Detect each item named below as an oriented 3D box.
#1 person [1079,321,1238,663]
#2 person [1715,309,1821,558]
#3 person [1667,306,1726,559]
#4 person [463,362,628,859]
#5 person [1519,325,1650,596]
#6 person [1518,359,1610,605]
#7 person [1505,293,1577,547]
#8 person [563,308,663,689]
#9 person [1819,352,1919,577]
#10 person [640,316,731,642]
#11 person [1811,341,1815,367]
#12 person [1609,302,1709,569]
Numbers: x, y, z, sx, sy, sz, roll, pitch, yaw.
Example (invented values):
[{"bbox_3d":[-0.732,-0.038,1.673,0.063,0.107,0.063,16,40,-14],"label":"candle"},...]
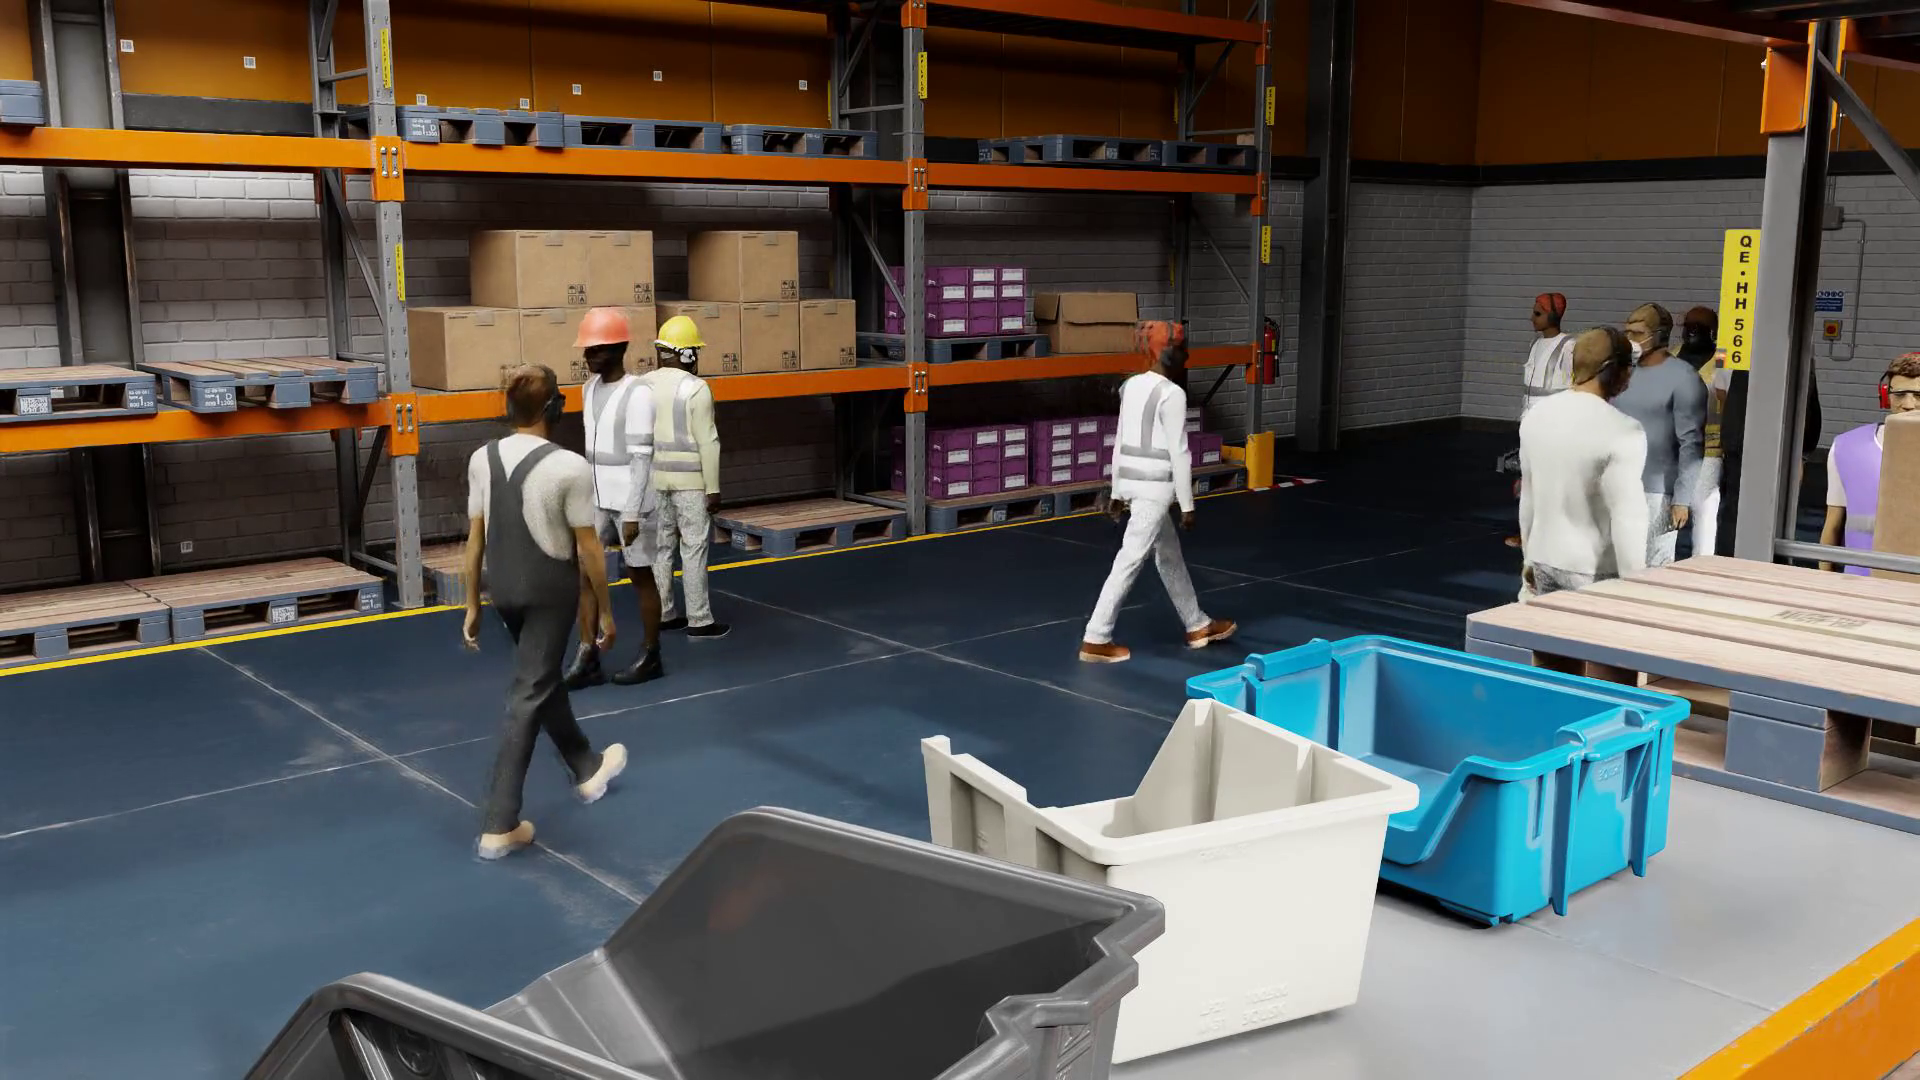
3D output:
[{"bbox_3d":[1.068,-0.256,8.934,1.020,1.826,0.578,-4,11,-19],"label":"person"},{"bbox_3d":[4.921,-0.570,10.084,0.536,2.000,0.684,-2,10,-11],"label":"person"},{"bbox_3d":[4.687,-0.567,10.679,0.428,1.844,0.647,-10,14,-43],"label":"person"},{"bbox_3d":[-1.555,0.227,6.292,0.535,1.791,0.985,4,11,23],"label":"person"},{"bbox_3d":[2.436,0.109,6.606,0.697,1.922,0.660,-3,11,-19],"label":"person"},{"bbox_3d":[2.822,-0.025,7.711,1.030,1.800,0.548,-4,11,-22],"label":"person"},{"bbox_3d":[4.242,-0.840,12.034,0.340,1.881,0.585,-2,10,-11],"label":"person"},{"bbox_3d":[-1.788,-0.182,8.253,0.580,1.911,0.751,9,14,41],"label":"person"},{"bbox_3d":[3.557,0.207,6.305,0.561,1.836,0.379,6,12,32],"label":"person"},{"bbox_3d":[-1.563,-0.342,9.387,0.599,1.832,0.404,7,12,35],"label":"person"},{"bbox_3d":[6.306,-1.018,12.984,0.955,1.911,0.629,-9,14,-42],"label":"person"},{"bbox_3d":[3.527,-0.249,8.572,0.353,1.936,0.635,-4,11,-20],"label":"person"}]
